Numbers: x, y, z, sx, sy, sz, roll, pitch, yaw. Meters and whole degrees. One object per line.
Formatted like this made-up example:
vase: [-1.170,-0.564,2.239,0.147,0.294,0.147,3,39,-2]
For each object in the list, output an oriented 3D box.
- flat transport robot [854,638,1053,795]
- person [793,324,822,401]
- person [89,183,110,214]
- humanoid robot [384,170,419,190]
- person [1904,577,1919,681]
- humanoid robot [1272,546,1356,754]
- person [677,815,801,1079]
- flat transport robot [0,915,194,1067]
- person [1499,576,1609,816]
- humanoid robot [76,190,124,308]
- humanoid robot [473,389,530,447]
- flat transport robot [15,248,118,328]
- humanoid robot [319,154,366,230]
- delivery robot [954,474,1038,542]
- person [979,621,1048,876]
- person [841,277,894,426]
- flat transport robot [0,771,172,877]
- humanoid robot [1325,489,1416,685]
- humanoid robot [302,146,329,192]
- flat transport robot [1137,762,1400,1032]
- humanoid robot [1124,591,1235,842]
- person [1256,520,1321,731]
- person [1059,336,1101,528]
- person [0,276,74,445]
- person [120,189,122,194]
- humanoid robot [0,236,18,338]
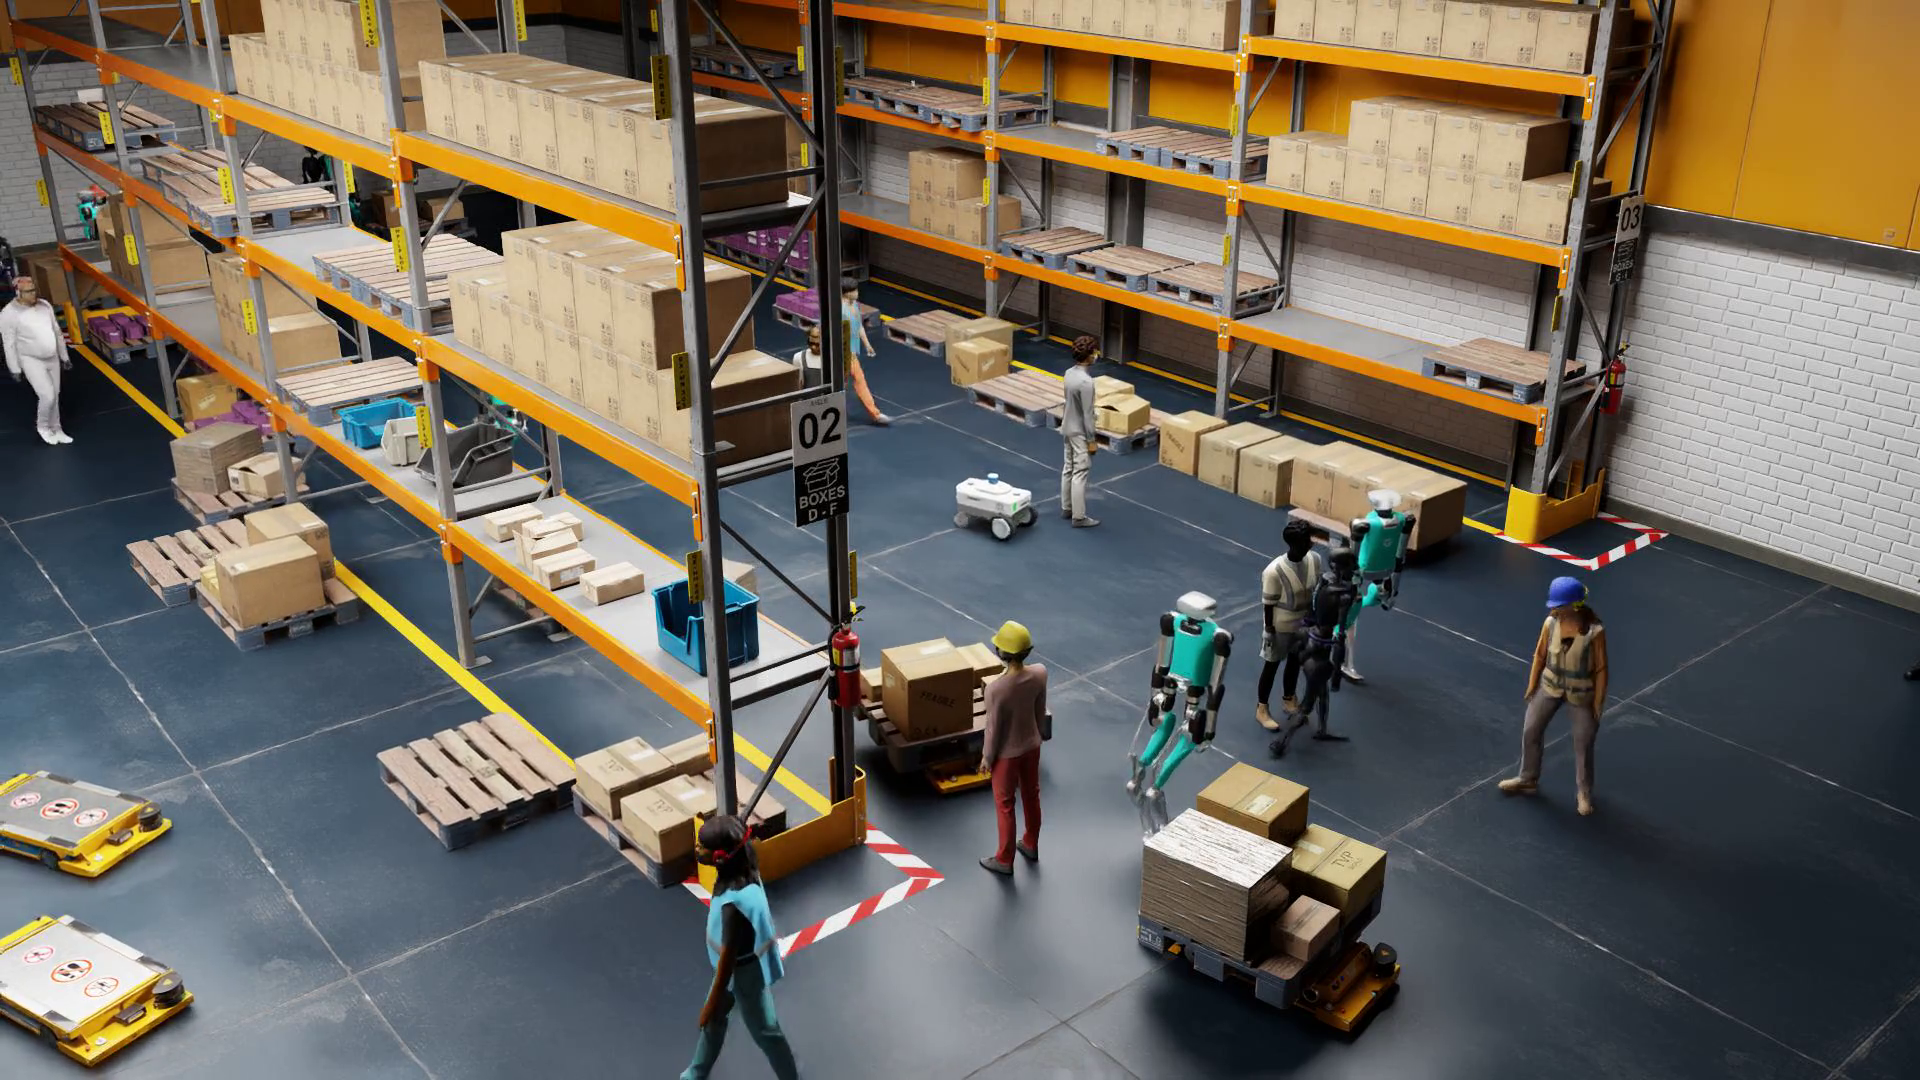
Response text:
flat transport robot: [-0.118,1.417,12.361,0.659,0.231,1.431,-10,25,-21]
person: [-1.398,-1.279,16.630,0.504,1.836,0.347,-1,23,-2]
person: [-12.089,-4.155,23.431,0.561,1.728,0.709,16,28,32]
humanoid robot: [-9.501,-6.106,28.059,0.796,1.877,0.556,12,26,25]
person: [7.781,0.256,12.972,0.387,1.925,0.546,-18,29,-36]
humanoid robot: [2.579,0.784,12.106,0.615,1.633,0.608,-4,24,-10]
person: [-1.234,2.240,8.479,0.917,1.825,0.544,-5,24,-11]
flat transport robot: [-5.210,2.574,9.683,1.431,0.231,0.659,13,27,28]
person: [4.149,1.047,11.363,0.609,1.739,0.406,19,30,37]
humanoid robot: [-11.655,-3.914,22.894,0.657,1.830,0.540,-12,26,-26]
humanoid robot: [-4.602,-1.202,16.576,0.538,1.724,1.014,-18,29,-36]
flat transport robot: [-12.199,-3.048,22.701,1.431,0.231,0.659,-21,31,-40]
humanoid robot: [-9.698,-5.483,26.472,0.530,1.725,1.003,6,24,15]
delivery robot: [0.336,-0.336,16.078,0.811,0.608,0.499,14,27,30]
person: [0.339,1.326,10.680,0.529,1.772,0.300,-20,30,-38]
person: [-1.201,-2.125,18.728,0.928,1.716,0.496,5,24,12]
flat transport robot: [-6.137,1.897,11.251,1.431,0.231,0.659,9,25,20]
humanoid robot: [3.092,0.417,13.000,0.530,1.899,0.793,-8,25,-17]
humanoid robot: [-10.485,-5.639,26.999,0.589,1.630,0.787,12,26,26]
flat transport robot: [1.844,2.435,10.004,1.431,0.231,0.659,18,29,35]
humanoid robot: [1.355,1.248,10.892,0.540,1.751,0.815,19,30,37]
person: [2.453,0.622,12.410,0.528,1.688,0.322,-14,27,-30]
person: [1.140,-1.039,16.004,0.409,1.894,0.548,-9,25,-21]
person: [-9.971,-1.935,18.073,0.454,1.890,0.671,7,24,16]
person: [-11.373,-4.204,23.377,0.567,1.853,0.646,19,30,37]
humanoid robot: [-12.547,-3.391,21.716,0.596,1.656,0.380,1,23,3]
